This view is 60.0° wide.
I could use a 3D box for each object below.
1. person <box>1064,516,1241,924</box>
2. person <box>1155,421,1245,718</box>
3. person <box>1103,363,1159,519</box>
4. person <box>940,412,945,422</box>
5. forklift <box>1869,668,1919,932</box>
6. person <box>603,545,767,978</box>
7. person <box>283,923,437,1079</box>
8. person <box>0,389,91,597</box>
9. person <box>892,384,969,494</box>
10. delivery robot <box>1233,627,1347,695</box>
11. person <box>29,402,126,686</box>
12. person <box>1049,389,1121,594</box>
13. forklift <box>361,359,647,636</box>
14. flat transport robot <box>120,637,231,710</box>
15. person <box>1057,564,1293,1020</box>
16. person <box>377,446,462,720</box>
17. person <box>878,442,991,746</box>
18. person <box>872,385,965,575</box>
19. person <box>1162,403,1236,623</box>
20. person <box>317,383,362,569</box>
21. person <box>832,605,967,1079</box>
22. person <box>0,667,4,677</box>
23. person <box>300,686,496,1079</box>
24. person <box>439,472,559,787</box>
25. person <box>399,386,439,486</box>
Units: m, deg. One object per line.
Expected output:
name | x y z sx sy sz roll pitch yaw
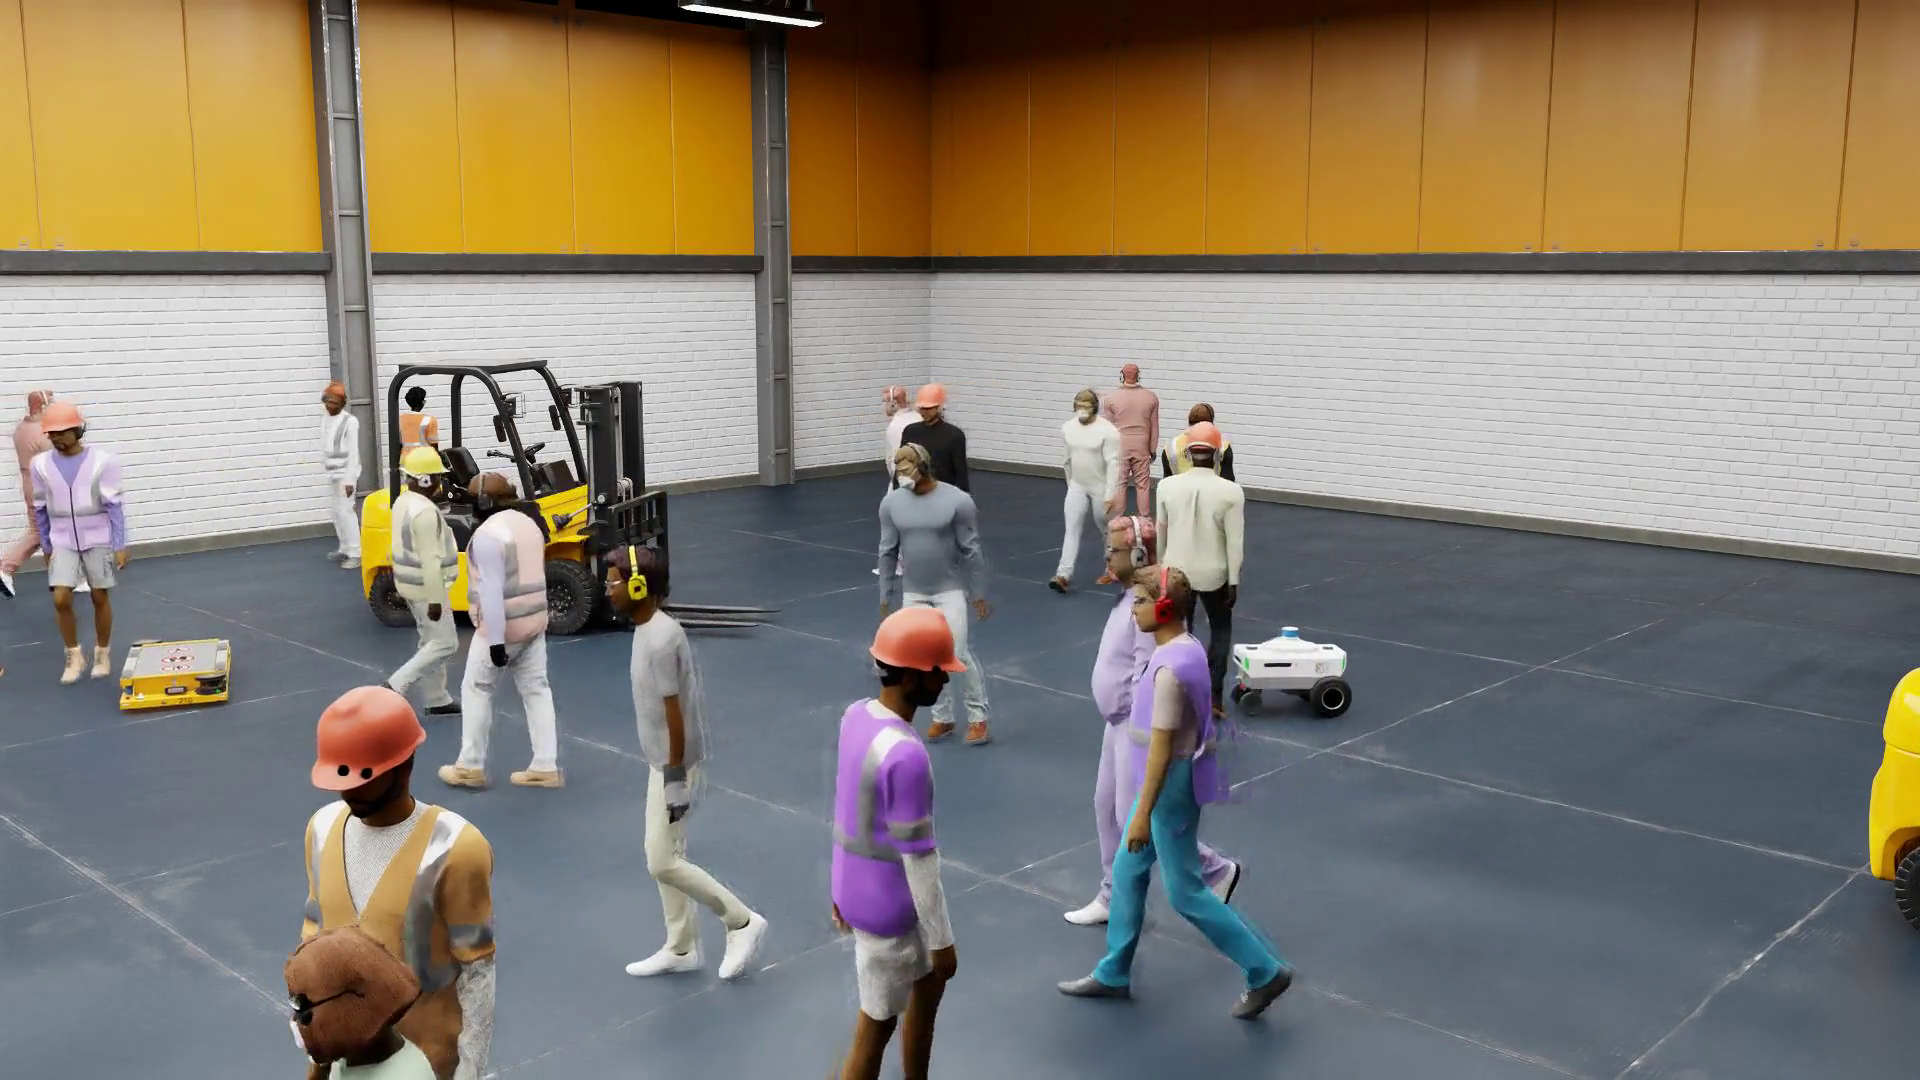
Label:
person | 0.846 0.823 7.325 0.680 1.886 0.658 -1 9 -3
person | 1.544 0.221 10.773 0.623 1.975 0.545 4 10 22
person | 1.899 -1.023 18.596 0.643 1.909 0.411 -1 9 -7
person | -0.272 -0.568 16.711 0.445 1.600 0.541 -7 12 -37
forklift | 5.205 0.723 7.013 2.313 2.155 1.214 9 13 43
person | -1.147 0.926 6.866 0.572 1.838 0.549 -3 10 -18
person | -1.252 1.597 3.519 0.872 1.573 0.516 -9 13 -42
person | -8.247 -0.415 14.944 0.662 1.883 0.833 7 11 36
person | -0.304 -0.353 14.348 0.643 1.957 0.914 6 11 32
delivery robot | 2.194 0.823 11.096 0.707 0.478 0.477 0 9 -5
person | -6.245 0.029 11.807 0.629 2.014 0.666 -2 10 -14
person | 1.174 -0.448 15.165 0.641 1.862 1.107 6 11 34
forklift | -3.850 -0.407 13.936 2.313 2.155 1.214 2 9 11
flat transport robot | -5.510 0.914 11.718 0.652 0.197 1.431 -4 10 -22
person | 0.873 0.994 6.535 0.881 1.817 0.580 1 9 6
person | -3.487 0.302 10.737 0.560 1.817 0.610 -6 11 -33
person | -0.180 0.334 10.307 0.672 1.897 0.457 4 10 21
person | -0.392 -0.552 15.890 0.880 1.861 0.664 5 11 29
person | 2.004 -0.225 13.905 0.626 1.844 0.429 4 10 26
person | -6.106 -0.638 16.425 0.718 1.847 0.432 8 12 41
person | -0.123 1.143 5.307 0.735 1.907 0.564 -3 10 -18
person | -7.199 0.044 11.811 0.609 1.986 0.391 0 9 2
person | -1.452 1.305 4.255 0.543 1.928 0.371 3 10 16
person | -2.648 0.516 9.487 0.800 1.802 0.642 3 10 18
person | -5.854 -0.813 17.983 0.529 1.690 0.321 3 10 18
